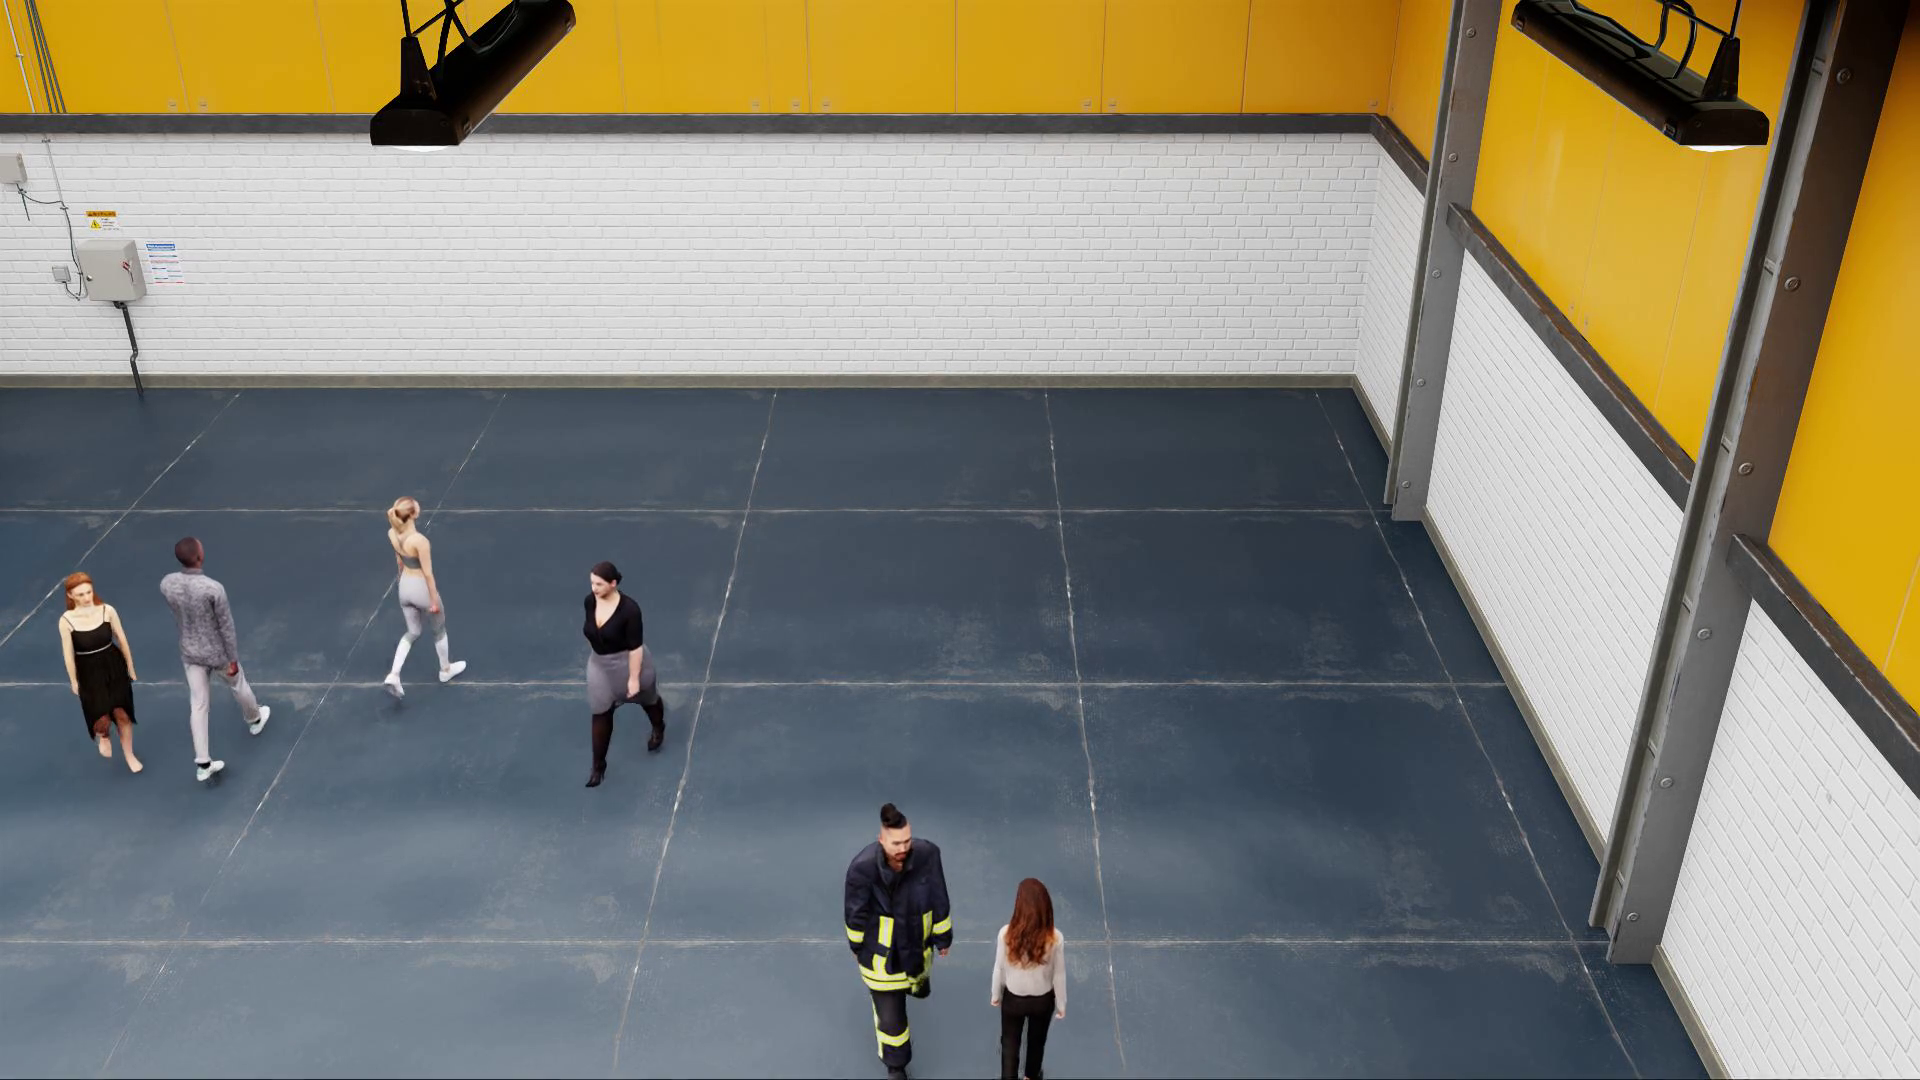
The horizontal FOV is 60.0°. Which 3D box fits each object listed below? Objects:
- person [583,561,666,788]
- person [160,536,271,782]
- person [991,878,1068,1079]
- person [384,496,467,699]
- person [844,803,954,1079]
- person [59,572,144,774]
[{"bbox_3d":[-2.386,0.901,12.026,0.953,1.713,1.188,12,31,21],"label":"person"},{"bbox_3d":[-5.480,0.878,11.978,0.691,1.800,1.159,1,29,2],"label":"person"},{"bbox_3d":[0.373,2.581,9.207,0.643,1.462,0.830,3,29,5],"label":"person"},{"bbox_3d":[-4.254,0.459,12.863,0.844,1.686,1.068,14,31,24],"label":"person"},{"bbox_3d":[-0.378,2.203,9.506,0.969,1.840,1.151,-10,30,-18],"label":"person"},{"bbox_3d":[-6.252,0.934,12.069,0.780,1.613,0.850,-20,35,-33],"label":"person"}]
